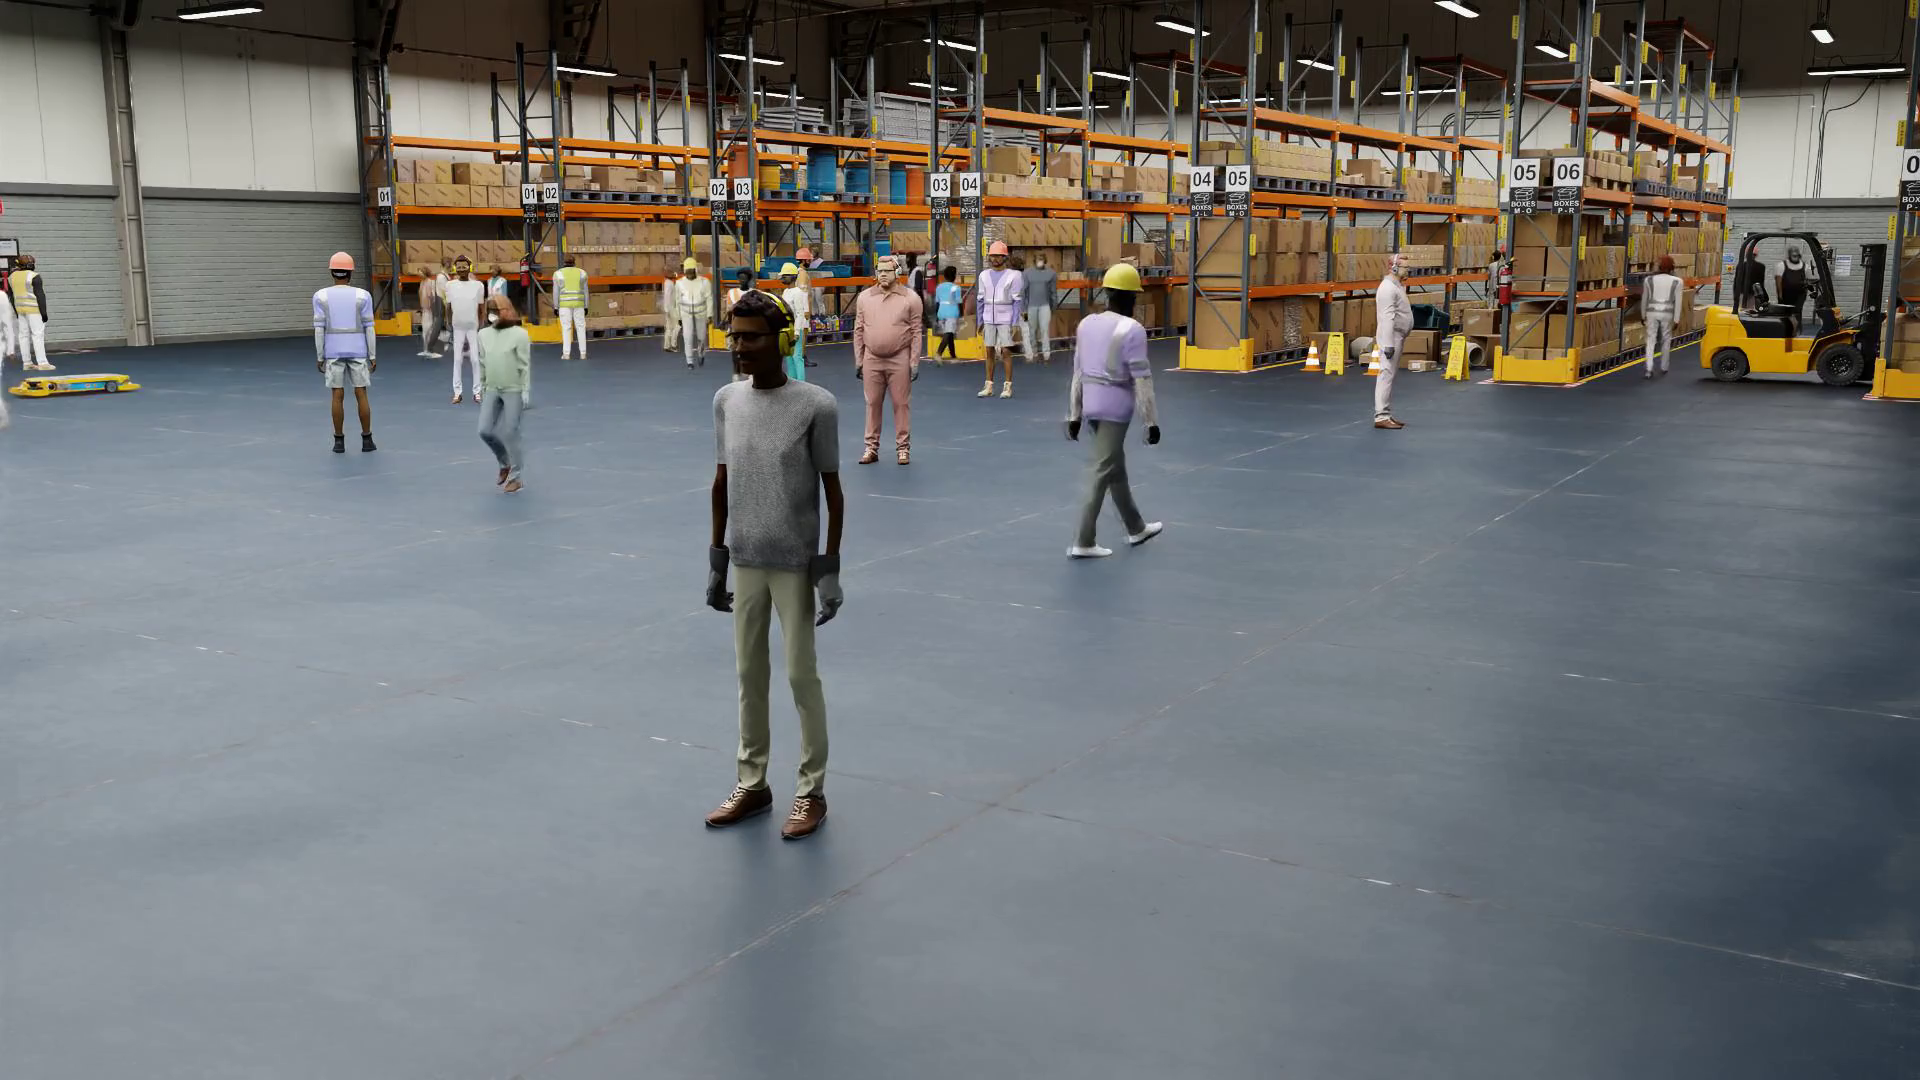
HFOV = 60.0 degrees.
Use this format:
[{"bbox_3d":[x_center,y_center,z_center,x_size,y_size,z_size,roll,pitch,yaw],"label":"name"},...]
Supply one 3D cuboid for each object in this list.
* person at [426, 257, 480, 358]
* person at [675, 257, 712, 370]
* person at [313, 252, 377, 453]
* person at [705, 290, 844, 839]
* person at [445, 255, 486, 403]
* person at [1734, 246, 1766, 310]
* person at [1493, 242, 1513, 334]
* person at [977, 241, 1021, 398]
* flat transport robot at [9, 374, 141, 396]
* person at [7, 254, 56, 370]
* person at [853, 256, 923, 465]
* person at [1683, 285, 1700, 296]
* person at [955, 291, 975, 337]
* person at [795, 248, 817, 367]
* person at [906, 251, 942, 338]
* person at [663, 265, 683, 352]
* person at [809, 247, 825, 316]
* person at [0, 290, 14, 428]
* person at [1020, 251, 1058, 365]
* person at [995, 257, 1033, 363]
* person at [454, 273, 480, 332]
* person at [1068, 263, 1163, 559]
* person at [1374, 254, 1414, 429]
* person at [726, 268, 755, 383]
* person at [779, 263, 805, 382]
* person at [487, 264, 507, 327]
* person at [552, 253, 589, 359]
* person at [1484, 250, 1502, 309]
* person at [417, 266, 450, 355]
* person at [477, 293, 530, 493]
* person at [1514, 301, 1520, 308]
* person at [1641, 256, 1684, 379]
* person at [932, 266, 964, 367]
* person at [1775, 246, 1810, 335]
[{"bbox_3d":[-8.977,-4.074,29.235,0.994,1.772,0.588,0,10,-1],"label":"person"},{"bbox_3d":[-4.303,-3.665,26.886,0.595,1.805,0.734,-1,10,-8],"label":"person"},{"bbox_3d":[-5.951,-1.812,16.127,0.553,1.935,0.362,-3,11,-18],"label":"person"},{"bbox_3d":[-0.639,0.088,5.680,0.533,1.868,0.310,5,11,25],"label":"person"},{"bbox_3d":[-6.266,-2.667,21.105,0.519,1.873,0.328,-3,10,-14],"label":"person"},{"bbox_3d":[17.308,-5.462,36.481,0.611,1.973,0.671,5,11,25],"label":"person"},{"bbox_3d":[12.192,-5.632,37.220,0.366,2.048,0.607,-6,12,-29],"label":"person"},{"bbox_3d":[0.495,-2.876,21.780,0.607,2.048,0.370,5,11,24],"label":"person"},{"bbox_3d":[-11.932,-2.105,22.434,0.652,0.197,1.431,8,13,37],"label":"flat transport robot"},{"bbox_3d":[-14.825,-3.626,26.557,0.619,1.845,0.430,3,11,17],"label":"person"},{"bbox_3d":[-0.669,-1.638,15.243,0.643,1.909,0.410,2,10,9],"label":"person"},{"bbox_3d":[17.104,-5.870,38.949,0.647,1.896,0.916,-9,14,-41],"label":"person"},{"bbox_3d":[0.288,-5.138,34.962,0.647,1.870,0.925,7,12,35],"label":"person"},{"bbox_3d":[-2.569,-3.818,27.358,0.360,1.939,0.543,-3,11,-19],"label":"person"},{"bbox_3d":[-0.803,-4.689,32.439,0.954,1.878,0.595,-5,11,-24],"label":"person"},{"bbox_3d":[-5.300,-4.276,30.837,0.493,1.617,0.502,-1,10,-7],"label":"person"},{"bbox_3d":[-3.428,-6.011,39.640,0.374,1.940,0.627,-10,14,-43],"label":"person"},{"bbox_3d":[-10.266,-2.023,17.555,0.587,1.862,0.787,-1,10,-7],"label":"person"},{"bbox_3d":[1.326,-3.893,27.973,0.664,1.915,0.828,1,10,3],"label":"person"},{"bbox_3d":[0.910,-3.885,28.145,0.832,1.810,0.644,-7,12,-35],"label":"person"},{"bbox_3d":[-9.933,-4.823,33.524,0.532,1.743,0.666,3,11,18],"label":"person"},{"bbox_3d":[1.065,-0.836,10.809,0.941,1.881,0.611,-7,12,-33],"label":"person"},{"bbox_3d":[4.763,-2.175,18.249,0.402,1.906,0.652,4,11,20],"label":"person"},{"bbox_3d":[-3.015,-2.942,23.166,0.558,1.668,0.709,1,10,6],"label":"person"},{"bbox_3d":[-2.223,-2.751,21.869,0.312,1.768,0.522,-6,12,-29],"label":"person"},{"bbox_3d":[-8.841,-4.454,31.772,0.541,1.624,0.367,6,12,32],"label":"person"},{"bbox_3d":[-6.813,-4.080,29.120,0.624,1.838,0.430,-4,11,-23],"label":"person"},{"bbox_3d":[12.697,-5.928,39.416,0.509,1.860,0.334,3,10,15],"label":"person"},{"bbox_3d":[-9.562,-4.148,30.104,0.492,1.624,0.529,-7,12,-32],"label":"person"},{"bbox_3d":[-3.705,-1.186,13.513,0.505,1.624,0.352,3,11,16],"label":"person"},{"bbox_3d":[14.052,-6.356,41.975,0.606,1.809,0.843,-7,12,-36],"label":"person"},{"bbox_3d":[10.551,-3.346,25.049,0.591,1.837,1.010,6,12,29],"label":"person"},{"bbox_3d":[-0.215,-3.684,27.391,0.538,1.666,0.836,9,13,40],"label":"person"},{"bbox_3d":[17.642,-5.285,35.289,0.677,2.000,1.045,4,11,20],"label":"person"}]
